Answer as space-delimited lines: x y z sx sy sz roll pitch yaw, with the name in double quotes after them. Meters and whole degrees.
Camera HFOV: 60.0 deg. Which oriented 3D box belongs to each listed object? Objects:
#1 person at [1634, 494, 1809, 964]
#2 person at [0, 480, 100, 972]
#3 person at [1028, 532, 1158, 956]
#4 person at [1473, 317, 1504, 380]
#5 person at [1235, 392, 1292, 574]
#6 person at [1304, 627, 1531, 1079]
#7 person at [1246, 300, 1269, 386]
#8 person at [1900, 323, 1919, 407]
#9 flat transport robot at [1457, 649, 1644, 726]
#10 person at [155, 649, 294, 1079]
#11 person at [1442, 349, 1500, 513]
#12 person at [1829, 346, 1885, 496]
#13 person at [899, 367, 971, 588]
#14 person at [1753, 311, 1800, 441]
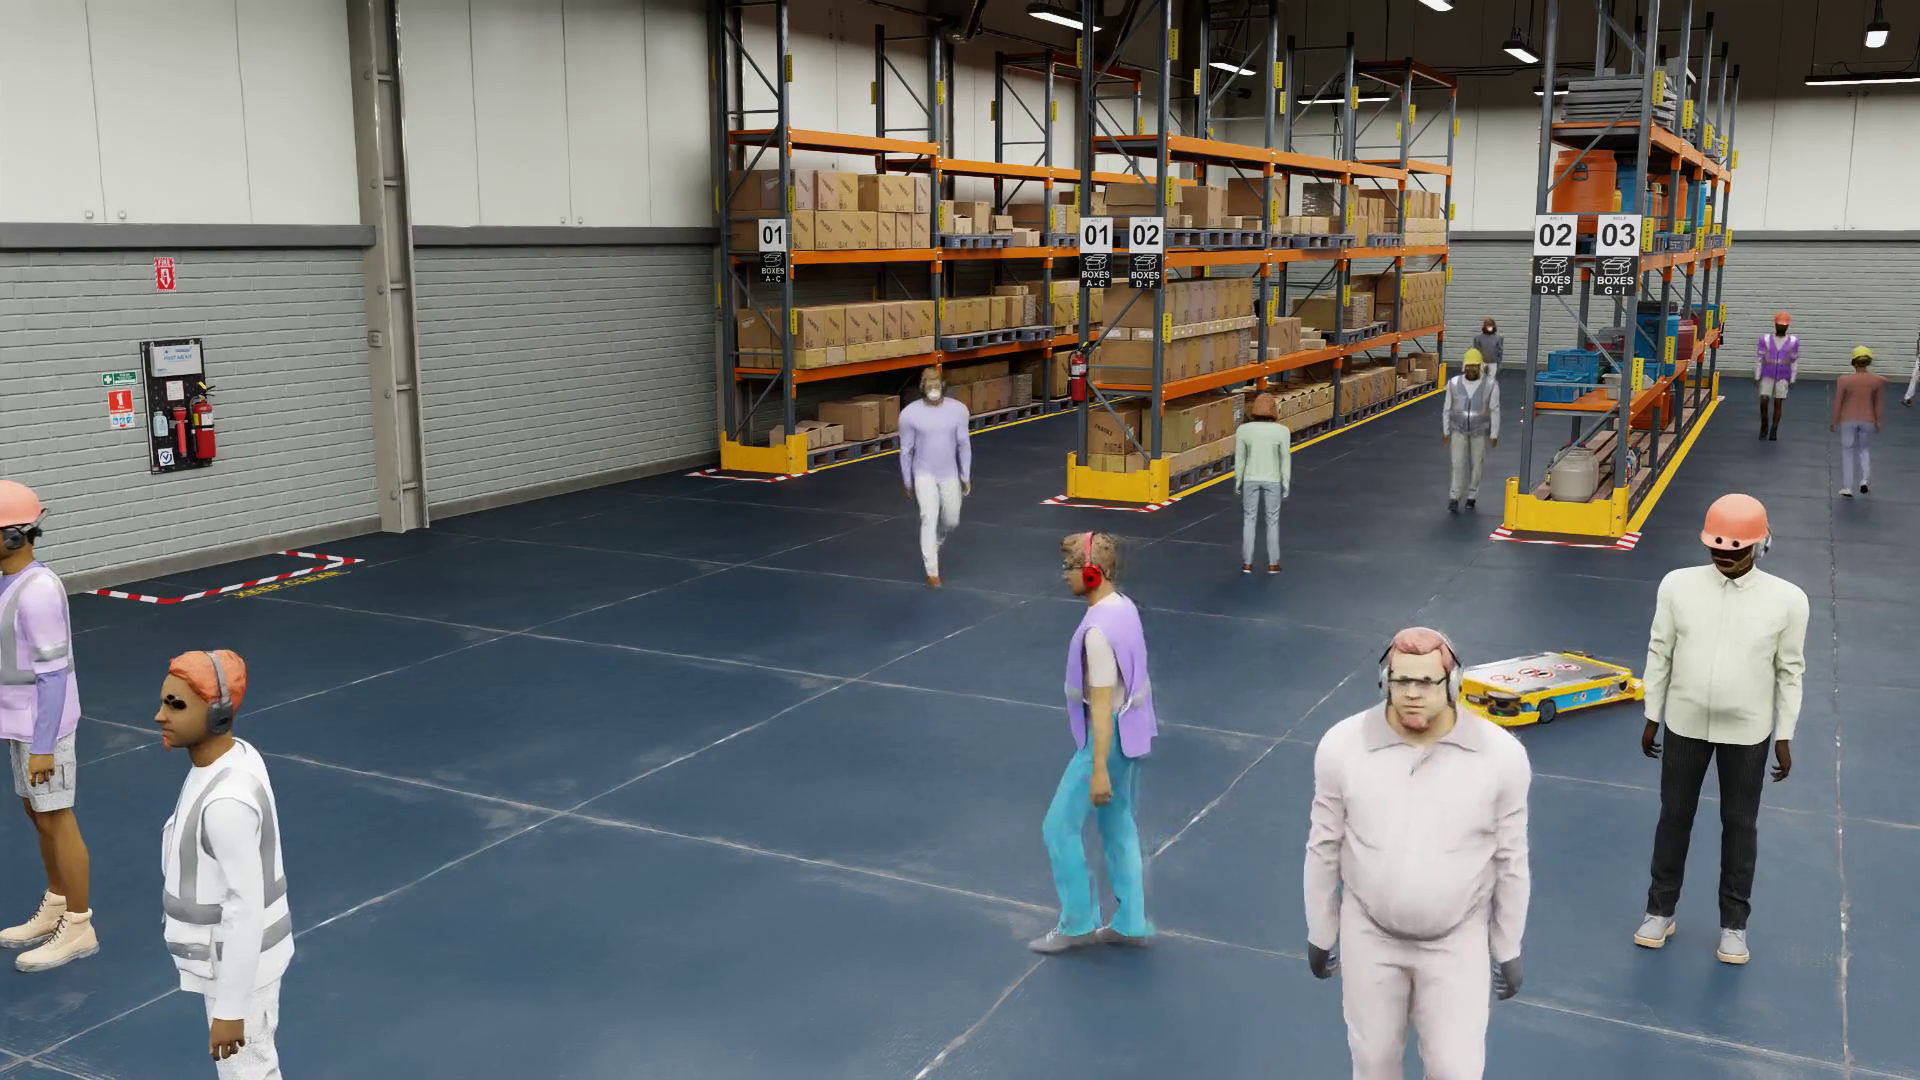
3.176 0.782 6.976 0.610 1.985 0.392 6 12 30 "person"
-3.875 0.763 6.919 0.378 2.044 0.607 -9 13 -39 "person"
0.512 0.862 6.982 0.634 1.819 0.597 3 11 15 "person"
9.208 -3.079 29.027 0.504 1.619 0.477 3 11 15 "person"
2.726 -0.511 14.986 0.507 1.631 0.266 3 11 17 "person"
1.356 1.186 5.010 0.667 1.896 0.450 4 11 18 "person"
5.059 -3.101 28.218 0.629 1.966 0.389 8 13 39 "person"
17.040 -3.229 29.338 0.998 1.804 0.534 -7 12 -33 "person"
3.777 0.942 10.778 1.431 0.197 0.652 -6 12 -30 "flat transport robot"
-2.111 1.232 4.796 0.354 1.884 0.576 -5 12 -27 "person"
5.588 -1.187 18.235 0.621 1.785 0.898 4 11 21 "person"
10.458 -1.383 19.407 0.537 1.752 0.389 2 11 10 "person"
-0.231 -0.569 14.534 0.633 1.914 0.668 -3 11 -15 "person"
12.045 -2.410 24.554 0.584 1.916 0.577 4 11 23 "person"
